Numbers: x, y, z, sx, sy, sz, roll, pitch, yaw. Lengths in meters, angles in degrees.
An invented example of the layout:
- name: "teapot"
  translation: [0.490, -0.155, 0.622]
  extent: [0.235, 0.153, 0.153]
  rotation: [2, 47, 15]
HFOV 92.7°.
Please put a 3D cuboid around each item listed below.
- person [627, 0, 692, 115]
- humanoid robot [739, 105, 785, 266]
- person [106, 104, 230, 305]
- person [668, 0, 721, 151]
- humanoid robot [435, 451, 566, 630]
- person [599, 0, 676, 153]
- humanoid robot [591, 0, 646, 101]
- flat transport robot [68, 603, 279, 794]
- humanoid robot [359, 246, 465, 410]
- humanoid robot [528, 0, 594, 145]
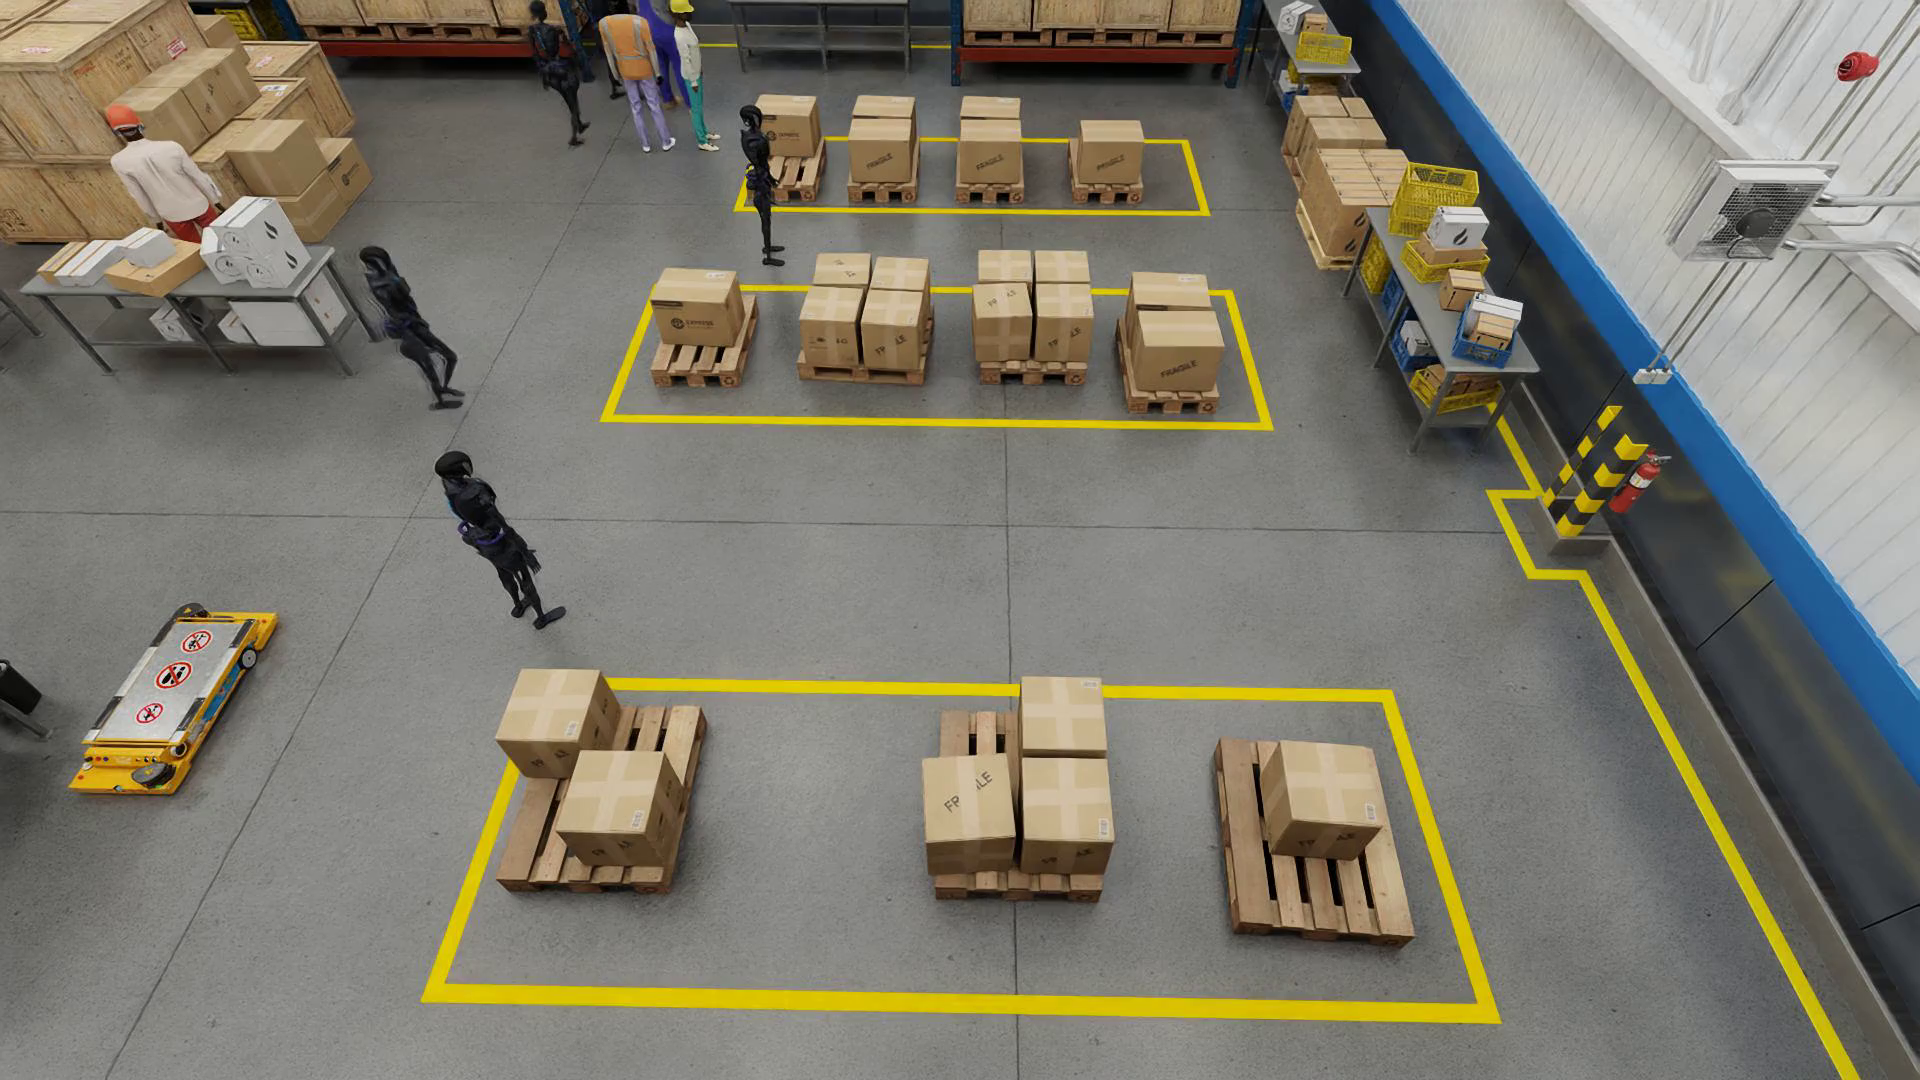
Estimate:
- name: "person"
  translation: [-3.787, -6.537, 11.738]
  extent: [0.707, 2.000, 0.537]
  rotation: [17, 52, 14]
- name: "humanoid robot"
  translation: [-2.045, -3.695, 9.562]
  extent: [0.327, 1.657, 0.584]
  rotation: [-4, 50, -4]
- name: "person"
  translation: [-7.604, -3.253, 8.990]
  extent: [0.622, 1.991, 0.394]
  rotation: [-32, 57, -24]
- name: "person"
  translation: [-3.245, -5.691, 11.201]
  extent: [0.308, 1.768, 0.524]
  rotation: [-4, 50, -4]
- name: "humanoid robot"
  translation: [-3.251, 0.000, 6.435]
  extent: [0.609, 1.657, 0.311]
  rotation: [25, 54, 19]
- name: "person"
  translation: [-3.916, -5.672, 11.084]
  extent: [0.586, 1.921, 0.379]
  rotation: [-3, 50, -2]
- name: "humanoid robot"
  translation: [-4.628, -6.673, 12.094]
  extent: [0.417, 1.639, 0.627]
  rotation: [-37, 59, -27]
- name: "flat transport robot"
  translation: [-5.504, 1.072, 6.442]
  extent: [0.652, 0.197, 1.431]
  rotation: [1, 50, 1]
- name: "humanoid robot"
  translation: [-4.738, -1.821, 7.982]
  extent: [0.415, 1.644, 0.616]
  rotation: [-7, 50, -6]
- name: "humanoid robot"
  translation: [-4.946, -5.781, 11.353]
  extent: [0.582, 1.639, 0.651]
  rotation: [15, 51, 13]
